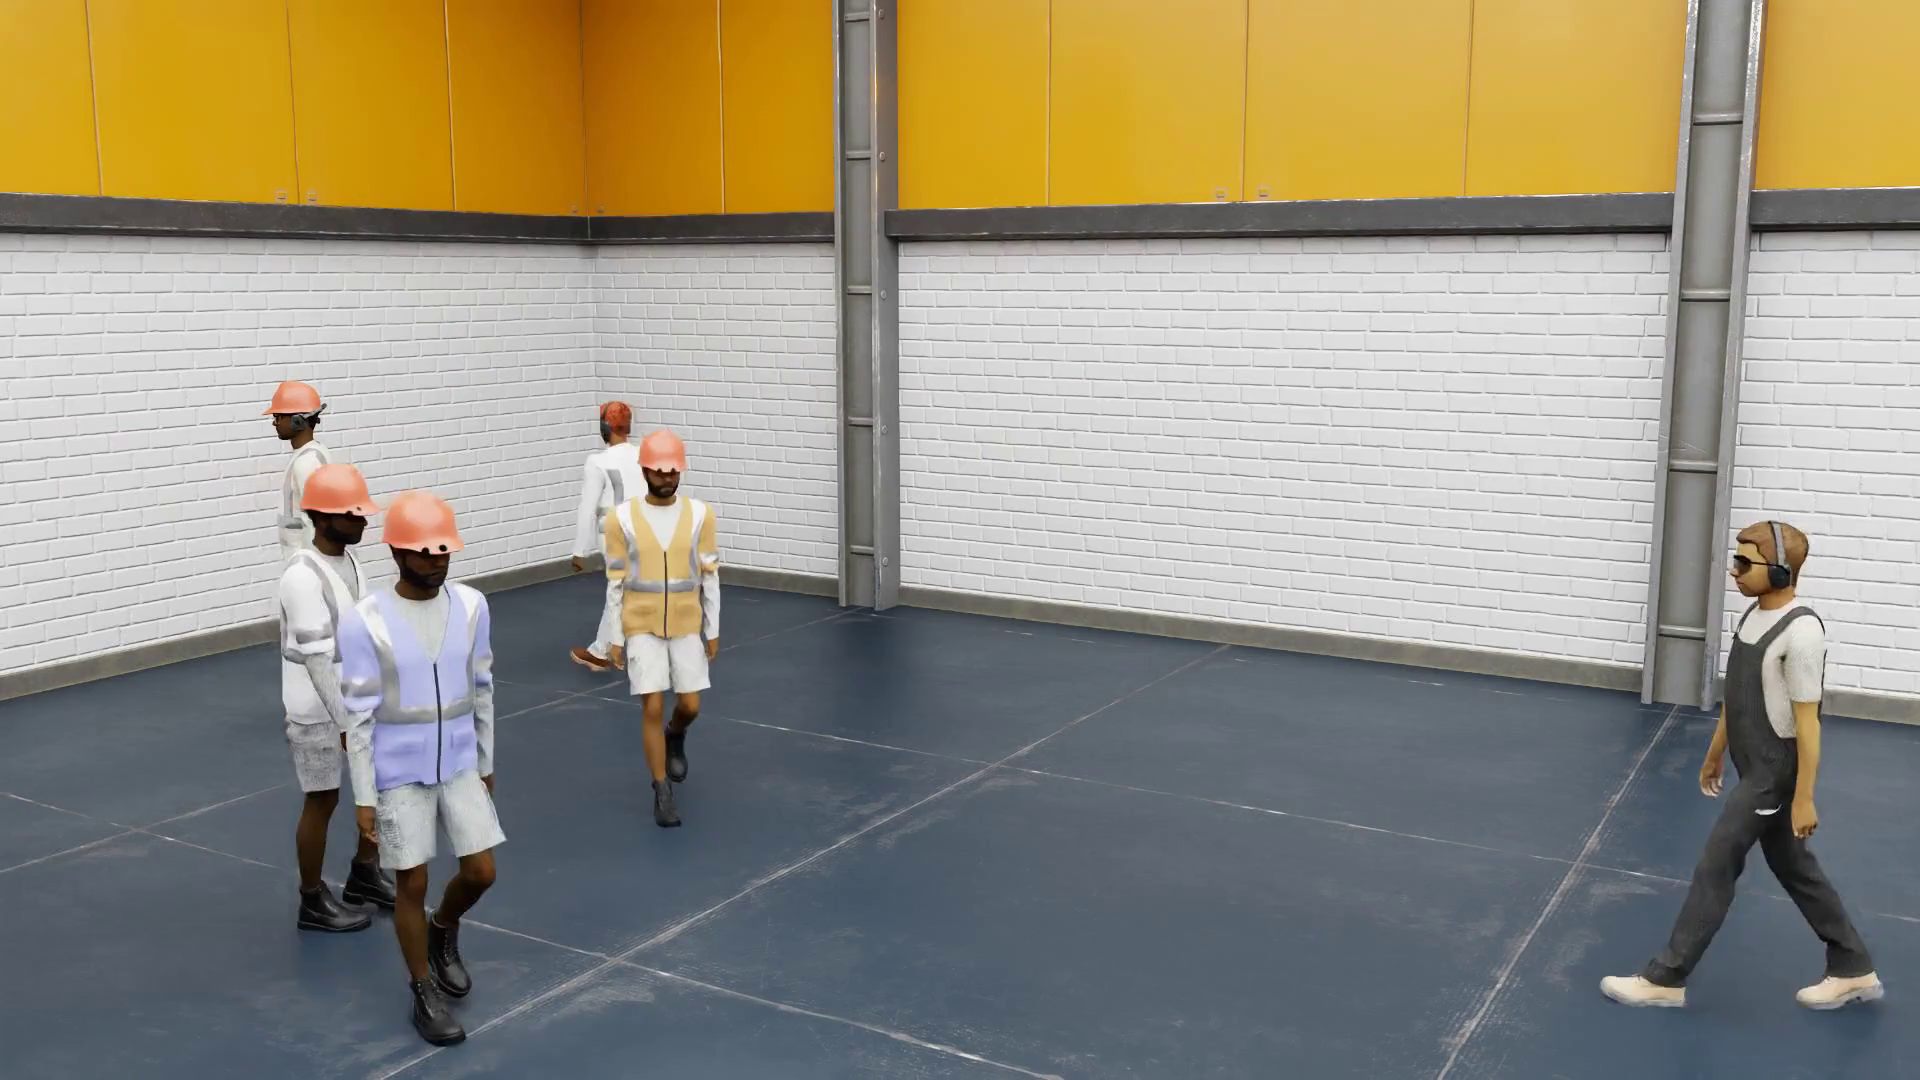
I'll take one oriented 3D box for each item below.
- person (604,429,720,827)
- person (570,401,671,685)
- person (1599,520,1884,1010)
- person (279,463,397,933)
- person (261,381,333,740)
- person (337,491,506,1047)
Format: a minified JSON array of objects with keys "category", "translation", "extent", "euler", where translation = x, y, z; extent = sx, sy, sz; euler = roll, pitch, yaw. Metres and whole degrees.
[{"category":"person","translation":[-1.458,0.397,8.133],"extent":[0.551,1.915,0.646],"euler":[-3,10,-17]},{"category":"person","translation":[-2.217,0.019,10.757],"extent":[0.976,1.830,0.601],"euler":[6,11,34]},{"category":"person","translation":[2.875,0.813,5.924],"extent":[0.979,1.799,0.532],"euler":[1,9,9]},{"category":"person","translation":[-2.447,0.643,6.606],"extent":[0.565,1.912,0.558],"euler":[1,9,7]},{"category":"person","translation":[-3.730,0.116,9.488],"extent":[0.373,2.044,0.608],"euler":[-3,10,-20]},{"category":"person","translation":[-1.843,0.779,5.721],"extent":[0.554,1.921,0.463],"euler":[-8,12,-41]}]
